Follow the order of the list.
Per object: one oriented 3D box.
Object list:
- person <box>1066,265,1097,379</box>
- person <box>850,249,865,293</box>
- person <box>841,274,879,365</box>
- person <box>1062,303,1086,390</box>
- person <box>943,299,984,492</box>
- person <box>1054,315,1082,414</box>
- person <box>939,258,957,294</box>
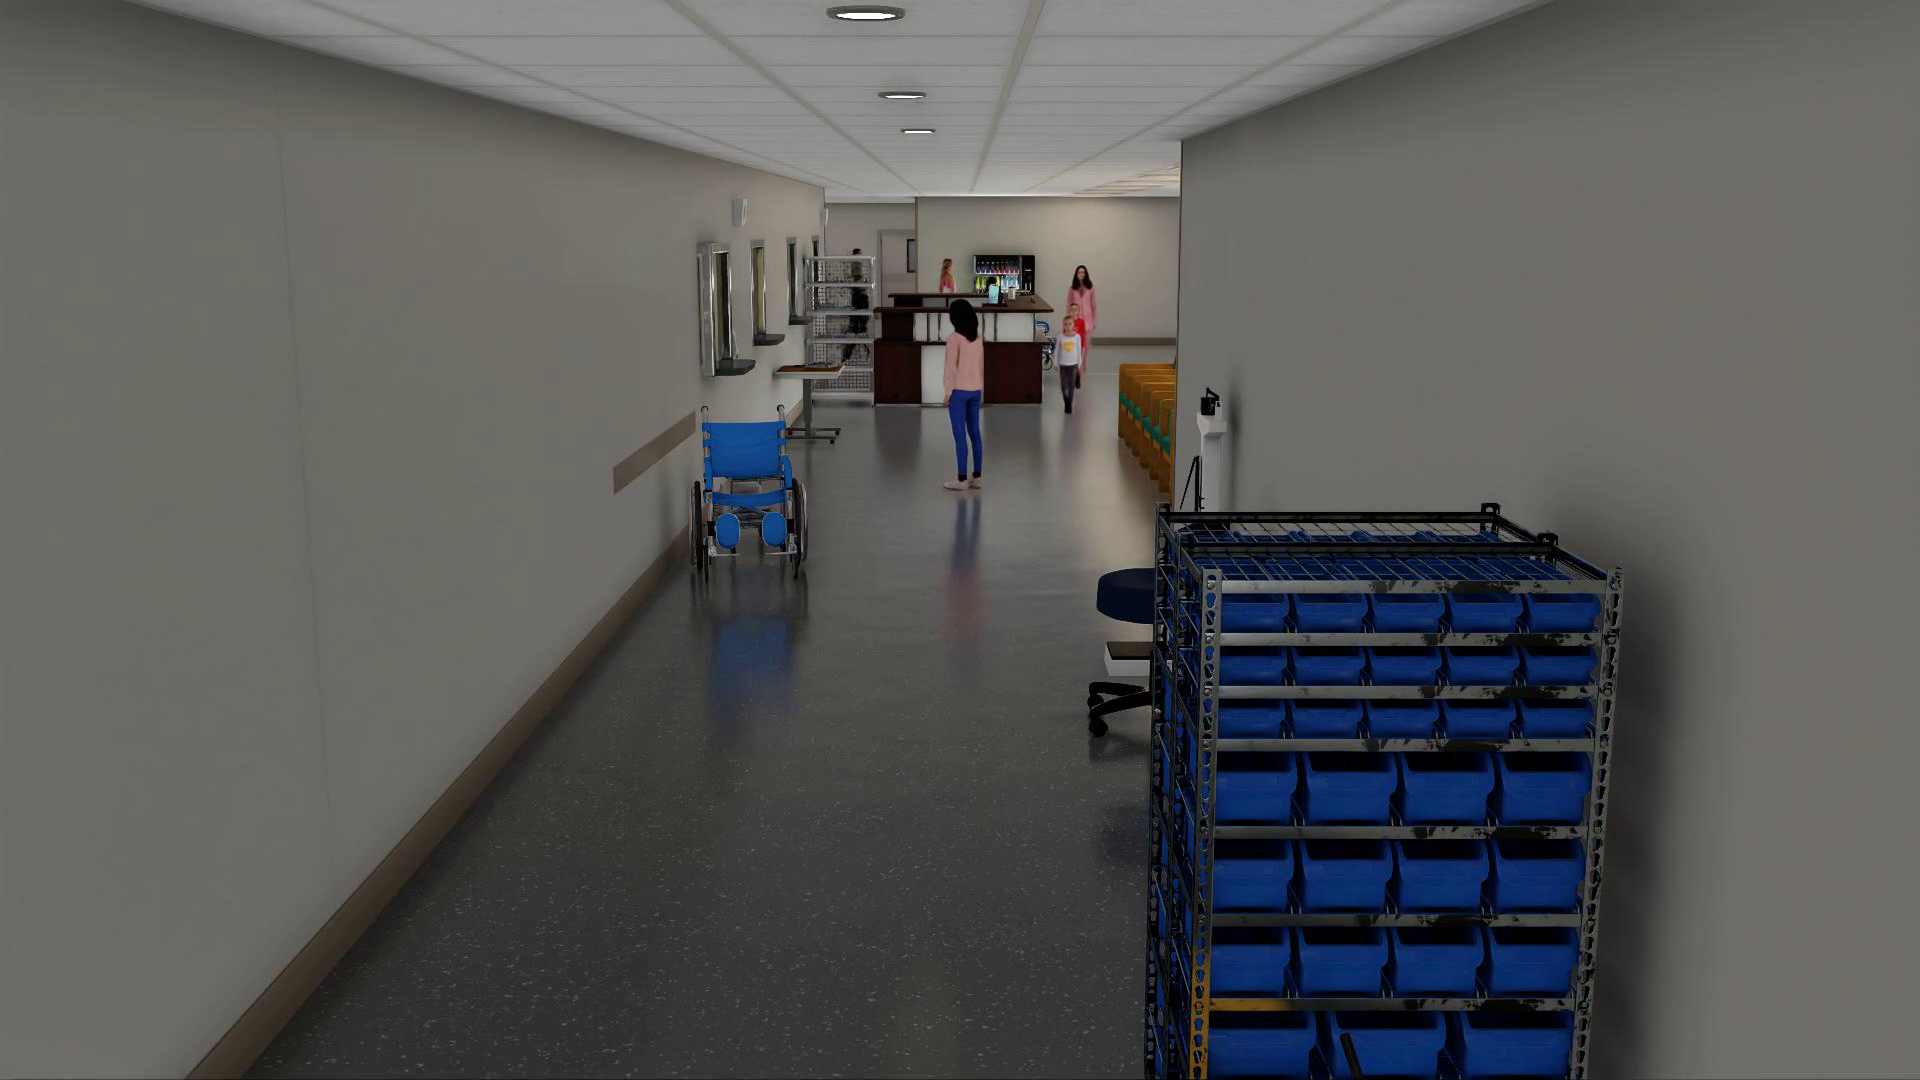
[{"bbox_3d":[1.952,-3.492,26.662,0.572,1.787,0.732,1,11,6],"label":"person"},{"bbox_3d":[-2.586,-6.172,40.596,0.754,1.857,0.799,4,11,18],"label":"person"},{"bbox_3d":[-1.757,-3.626,27.968,1.194,1.563,0.920,-4,11,-20],"label":"person"},{"bbox_3d":[1.700,-2.897,24.916,0.568,1.268,0.570,1,11,4],"label":"person"},{"bbox_3d":[0.047,-1.353,15.438,0.710,1.769,0.770,-10,15,-44],"label":"person"},{"bbox_3d":[1.420,-2.291,21.737,0.870,1.263,0.647,2,11,9],"label":"person"},{"bbox_3d":[-0.257,-4.582,32.406,0.711,1.786,0.693,-7,13,-34],"label":"person"}]
